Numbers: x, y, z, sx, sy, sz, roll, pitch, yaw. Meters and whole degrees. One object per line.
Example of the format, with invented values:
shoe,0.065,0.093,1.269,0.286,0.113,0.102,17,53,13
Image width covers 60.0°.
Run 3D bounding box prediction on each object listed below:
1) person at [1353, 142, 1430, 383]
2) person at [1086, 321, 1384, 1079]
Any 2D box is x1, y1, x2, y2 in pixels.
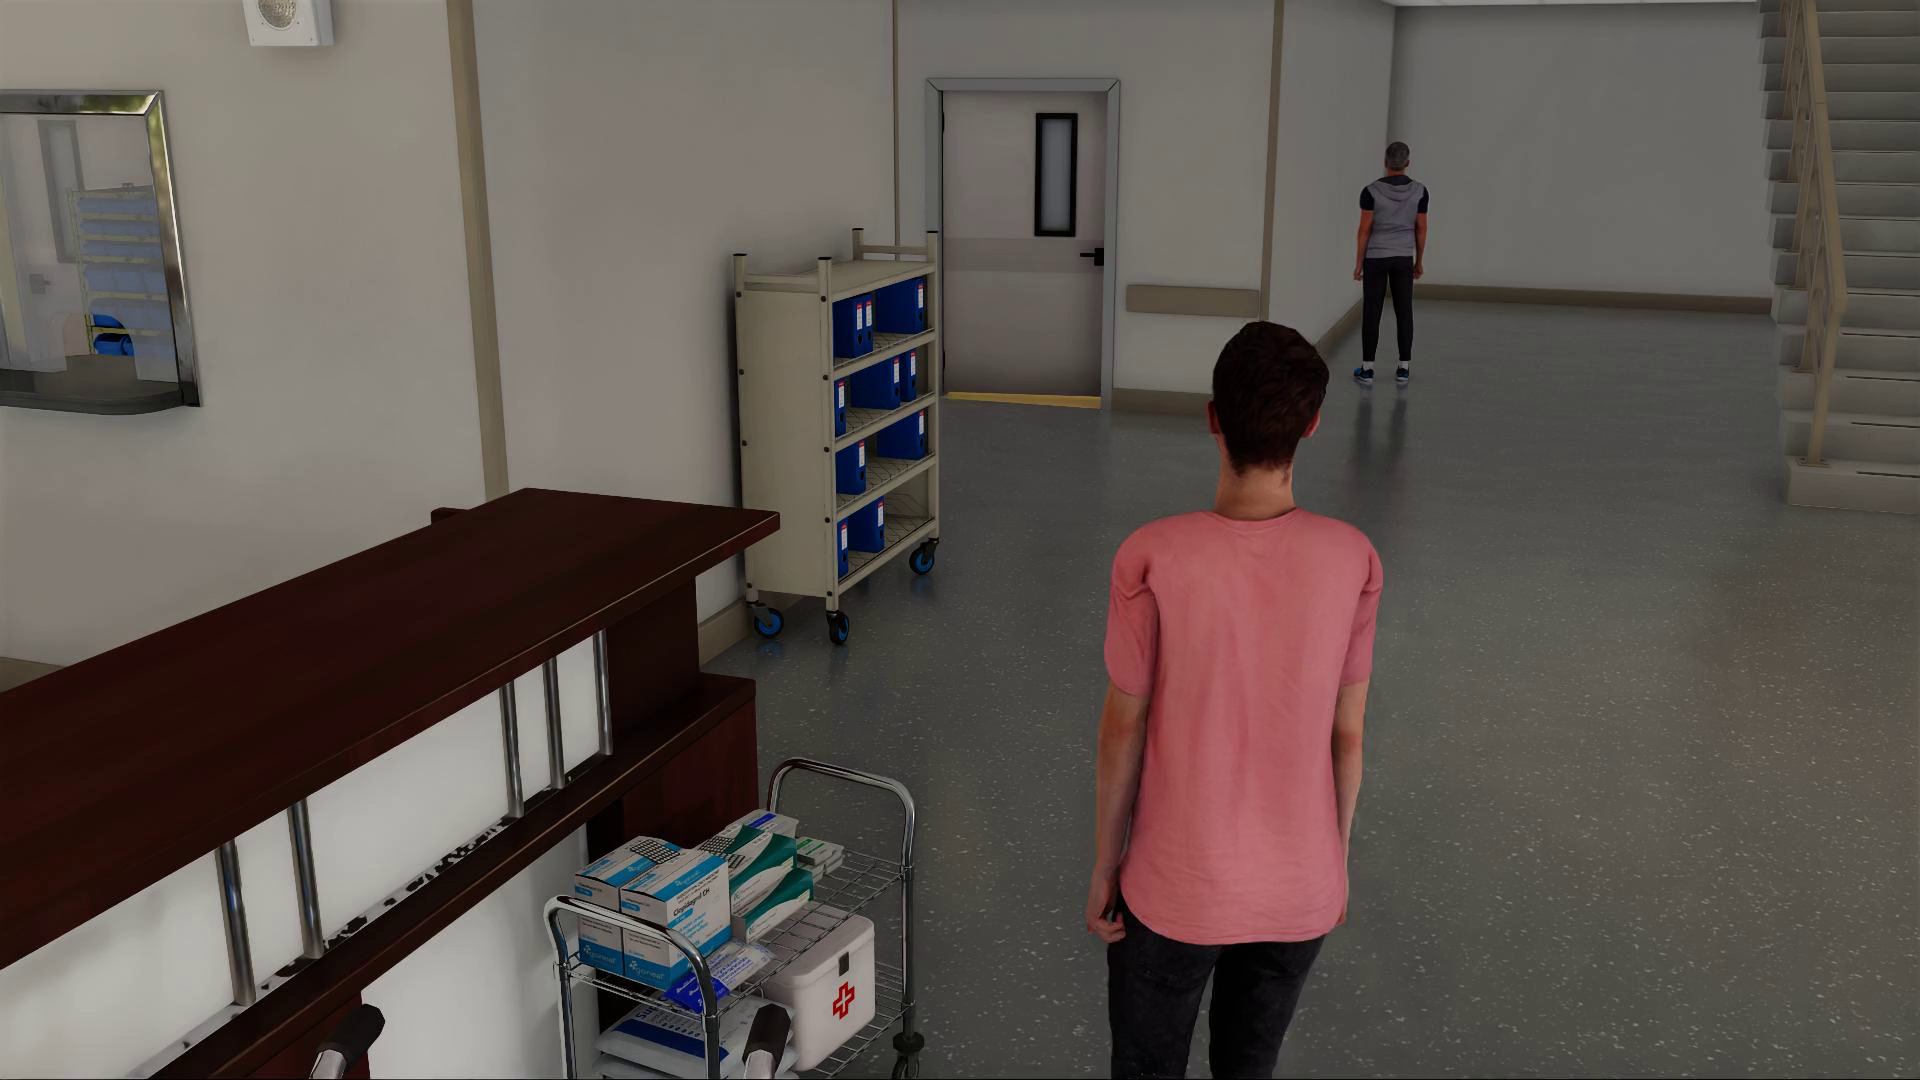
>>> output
person,3.338,-2.157,12.915,0.770,1.828,0.712,0,16,-2
person,0.468,0.626,2.837,0.893,1.941,1.056,-2,16,-6
